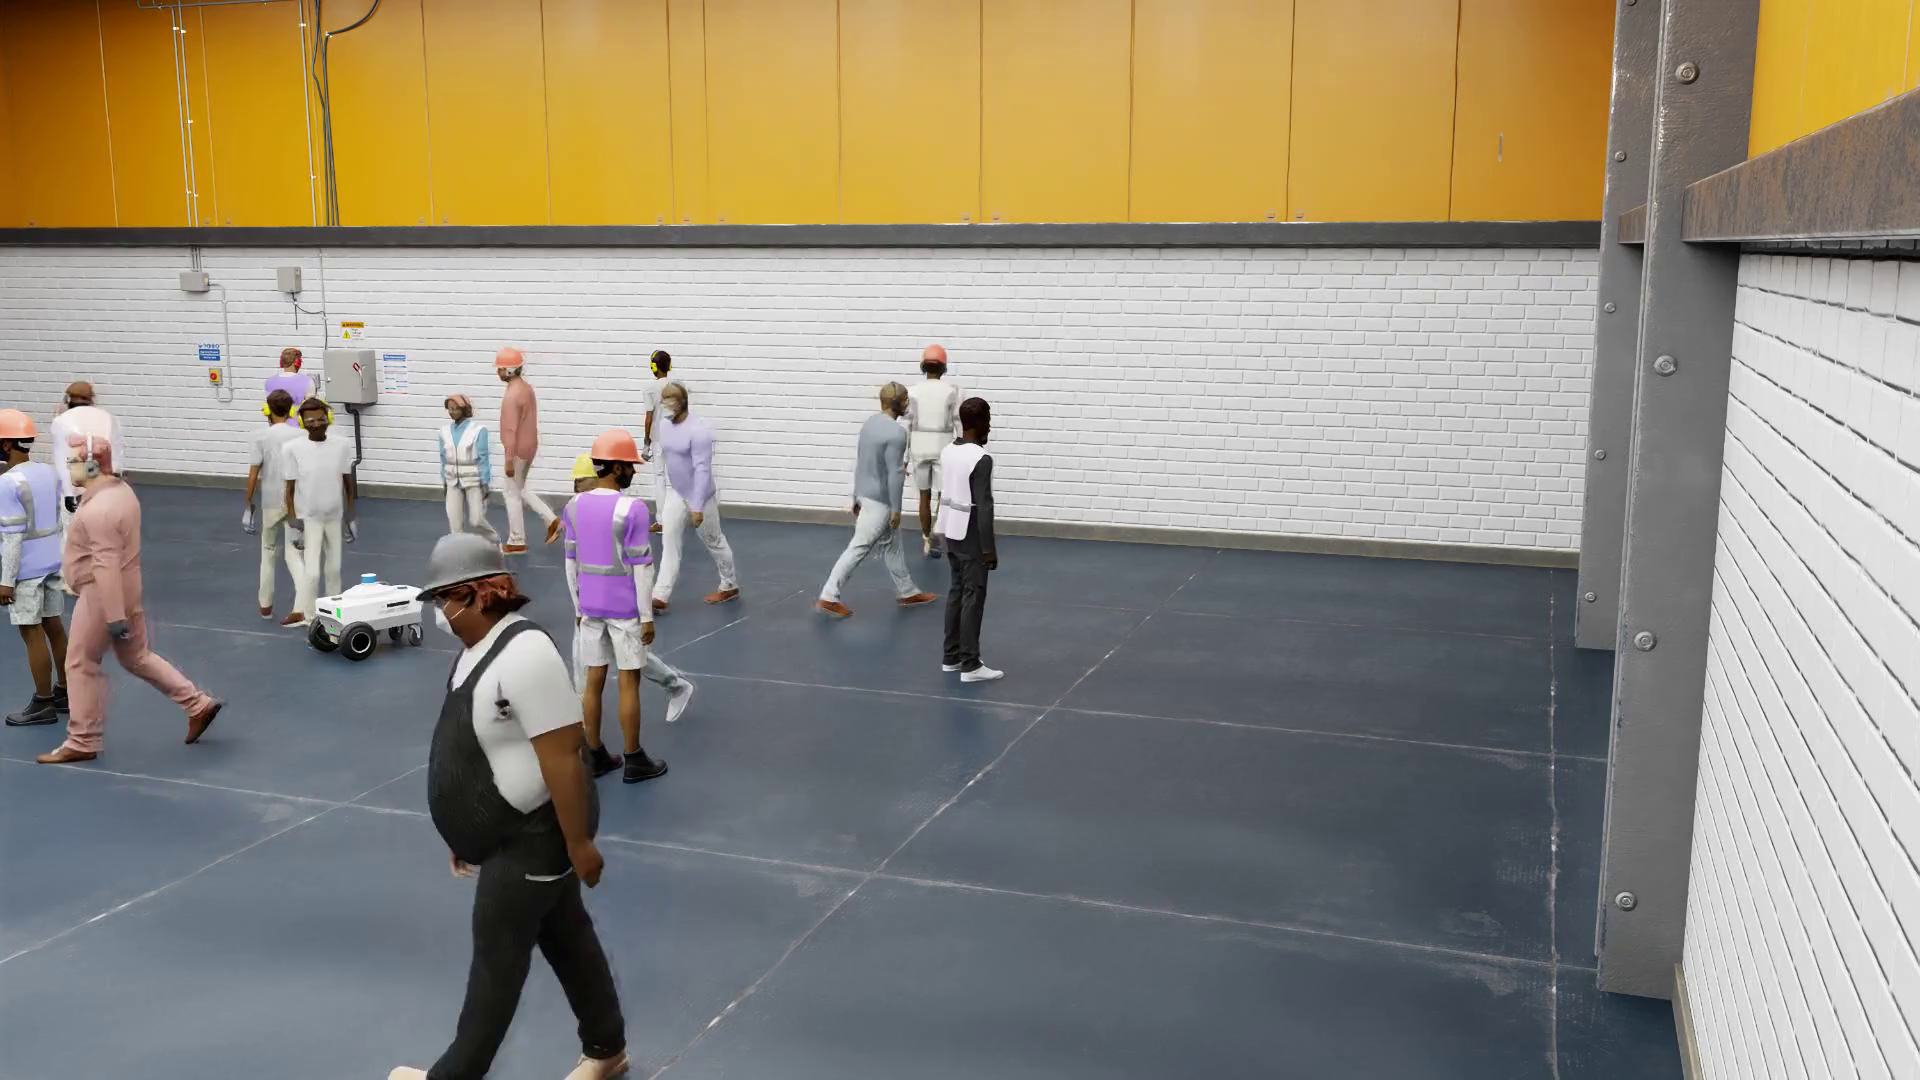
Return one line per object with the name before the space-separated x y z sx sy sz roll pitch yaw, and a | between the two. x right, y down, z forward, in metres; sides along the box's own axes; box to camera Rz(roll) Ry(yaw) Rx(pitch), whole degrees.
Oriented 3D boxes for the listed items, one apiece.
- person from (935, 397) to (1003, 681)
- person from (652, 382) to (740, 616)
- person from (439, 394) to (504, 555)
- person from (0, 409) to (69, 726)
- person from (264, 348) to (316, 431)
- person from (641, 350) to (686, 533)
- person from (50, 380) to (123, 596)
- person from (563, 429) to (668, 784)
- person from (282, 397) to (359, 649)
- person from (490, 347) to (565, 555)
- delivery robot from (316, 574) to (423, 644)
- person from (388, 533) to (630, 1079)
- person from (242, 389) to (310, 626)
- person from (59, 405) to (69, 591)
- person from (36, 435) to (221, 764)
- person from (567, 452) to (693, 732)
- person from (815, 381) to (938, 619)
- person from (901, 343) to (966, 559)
person | 0.045 -0.010 11.259 0.386 1.910 0.594 -5 11 -24
person | -2.150 -0.331 13.215 0.633 1.848 1.094 8 13 39
person | -4.379 -0.506 14.845 0.525 1.620 0.553 3 11 17
person | -5.698 0.168 10.159 0.360 1.939 0.543 0 10 1
person | -7.073 -1.119 17.686 0.576 1.840 0.386 1 10 6
person | -3.015 -1.001 16.948 0.510 1.870 0.328 -9 14 -42
person | -7.227 -0.416 13.835 0.689 1.801 0.645 6 12 32
person | -1.883 0.362 9.094 0.547 1.930 0.382 5 11 27
person | -4.647 -0.129 12.135 0.495 1.841 0.520 -9 13 -40
person | -4.122 -0.836 15.708 0.571 1.973 0.631 1 10 4
delivery robot | -4.251 0.486 12.001 0.477 0.478 0.707 8 13 40
person | -1.544 0.925 5.609 0.858 2.000 0.745 -4 11 -22
person | -5.273 -0.248 12.866 0.605 1.813 0.846 -9 14 -42
person | -7.429 -0.374 14.132 0.639 1.613 0.515 -7 12 -33
person | -4.793 0.322 9.487 0.887 1.872 0.641 -2 10 -12
person | -2.050 0.310 9.996 0.790 1.714 0.485 -8 13 -37
person | -0.687 -0.321 13.164 1.098 1.870 0.645 -4 11 -23
person | -0.257 -0.802 15.426 0.616 2.022 0.792 1 10 5
